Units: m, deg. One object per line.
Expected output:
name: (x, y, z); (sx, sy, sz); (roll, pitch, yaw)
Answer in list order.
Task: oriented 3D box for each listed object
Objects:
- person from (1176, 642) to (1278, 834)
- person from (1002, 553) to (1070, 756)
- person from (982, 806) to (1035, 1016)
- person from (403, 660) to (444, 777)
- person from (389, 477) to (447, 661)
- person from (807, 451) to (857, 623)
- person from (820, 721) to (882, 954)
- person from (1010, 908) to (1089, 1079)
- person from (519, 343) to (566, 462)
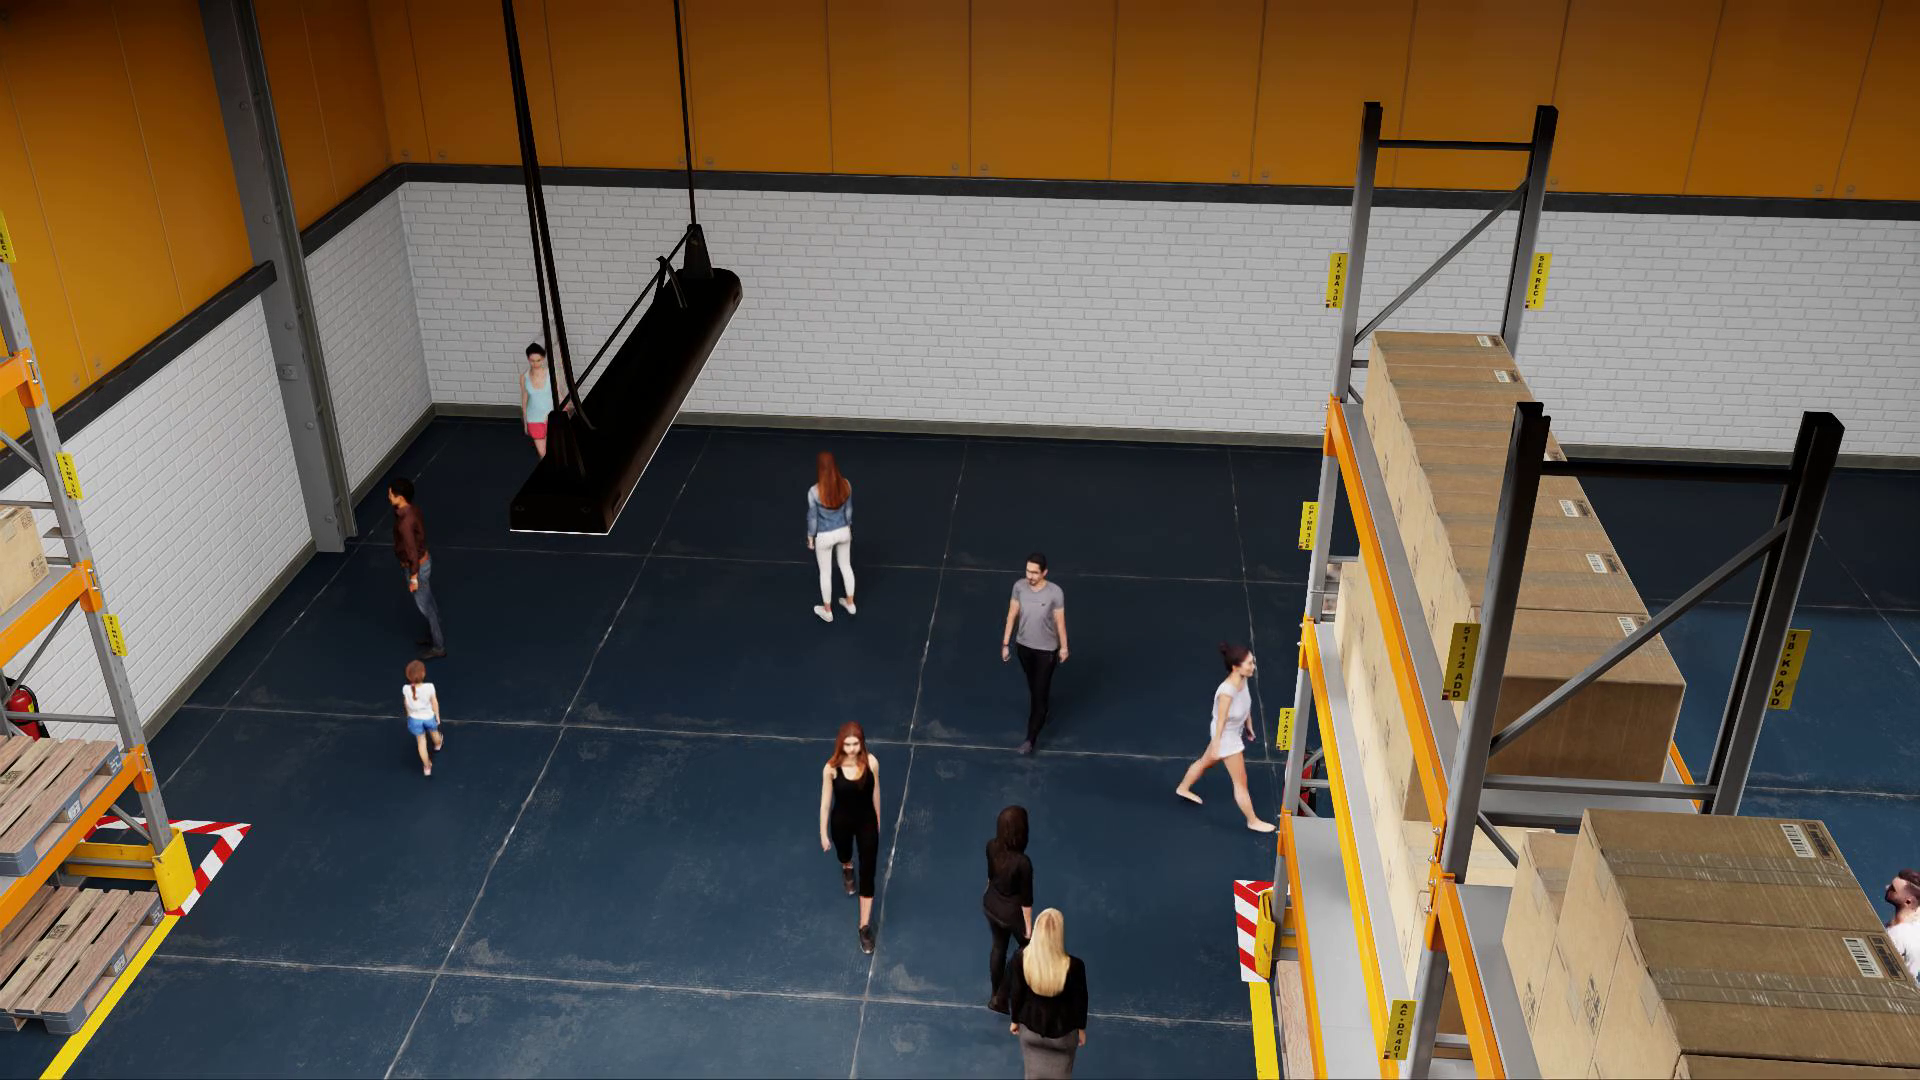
person: (1.981, 1.486, 12.795); (0.910, 1.559, 1.098); (13, 31, 22)
person: (0.681, 0.843, 13.806); (0.937, 1.721, 1.166); (14, 32, 25)
person: (0.256, 2.478, 10.902); (0.731, 1.632, 0.790); (23, 36, 36)
person: (-4.357, 1.450, 13.446); (0.548, 0.999, 0.732); (-7, 29, -12)
person: (-4.836, 0.246, 14.840); (0.768, 1.779, 0.567); (-6, 29, -11)
person: (-1.180, -0.028, 15.430); (0.696, 1.696, 0.716); (-15, 32, -25)
person: (-0.759, 1.974, 11.767); (0.758, 1.688, 1.194); (-3, 29, -6)
person: (0.518, 2.933, 9.849); (0.634, 1.841, 0.575); (6, 29, 10)
person: (-4.415, -1.289, 17.696); (0.766, 1.739, 1.045); (-4, 29, -7)
